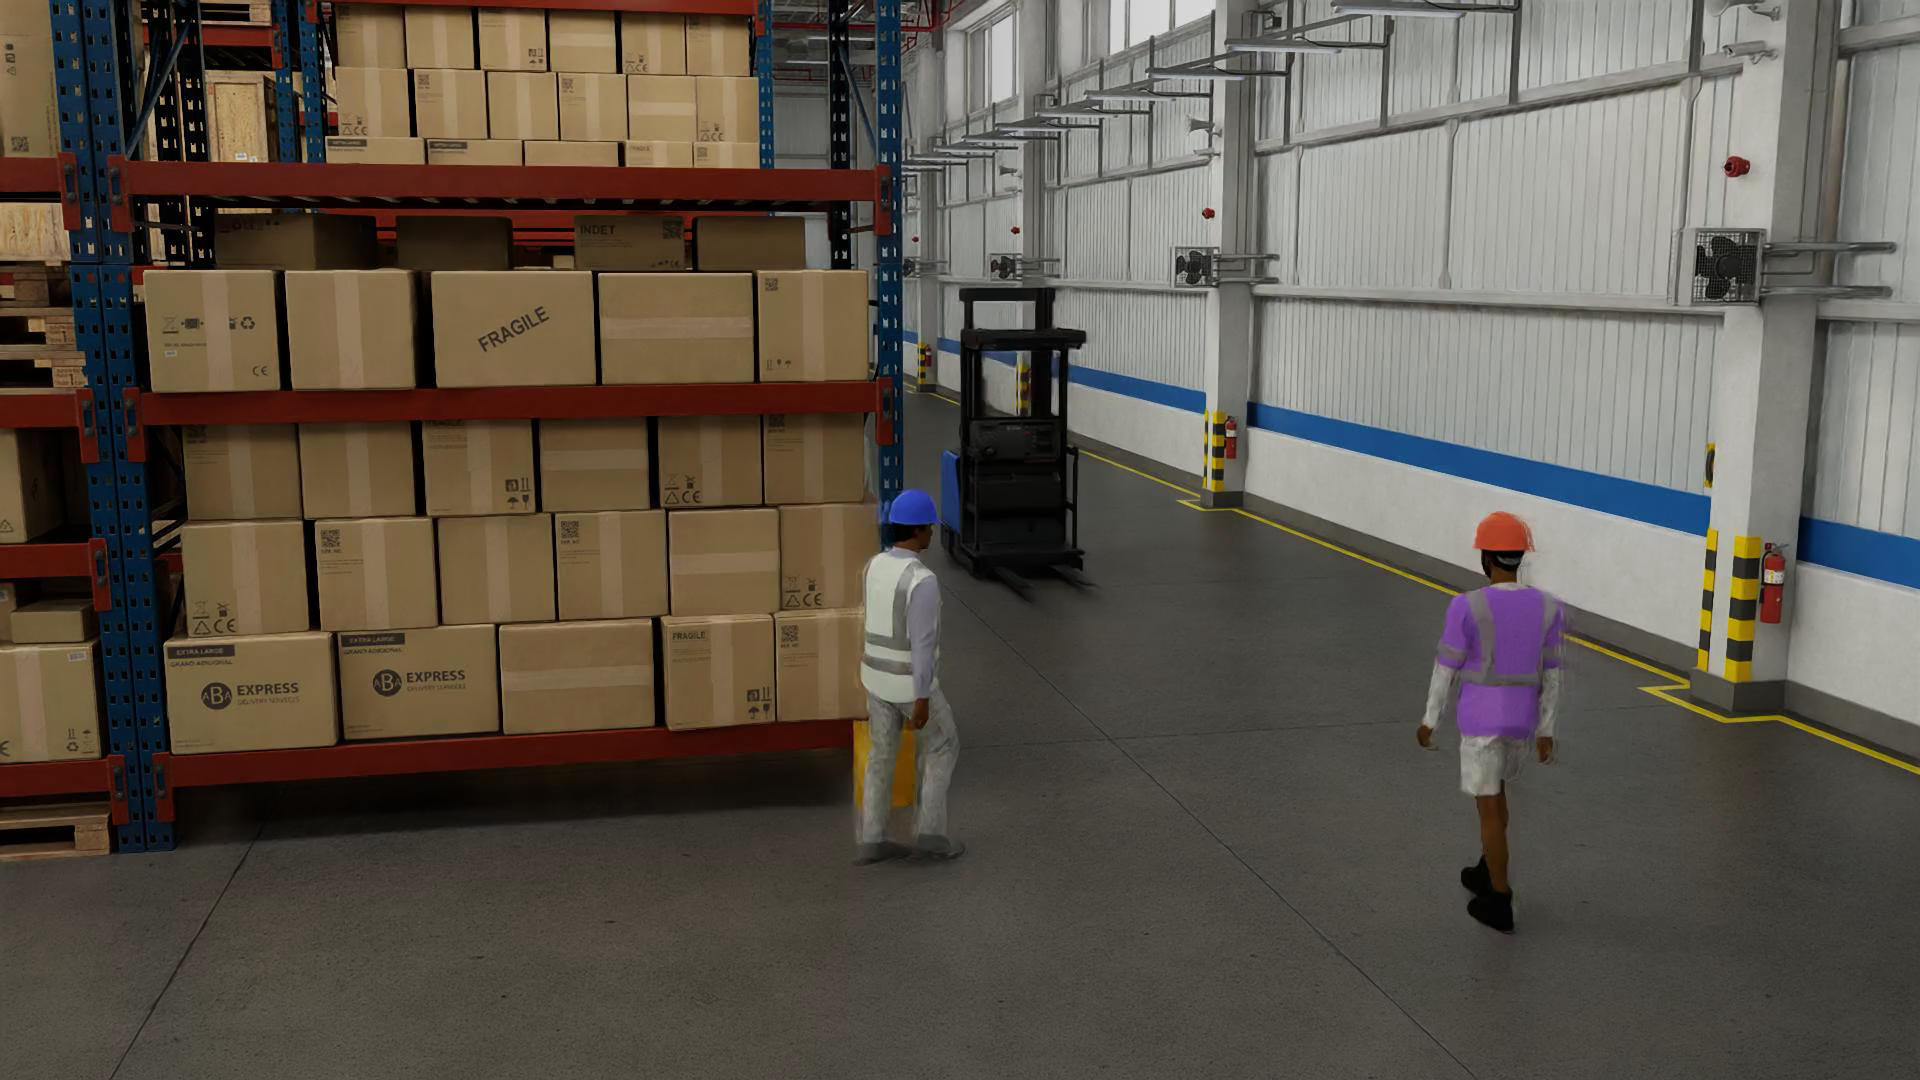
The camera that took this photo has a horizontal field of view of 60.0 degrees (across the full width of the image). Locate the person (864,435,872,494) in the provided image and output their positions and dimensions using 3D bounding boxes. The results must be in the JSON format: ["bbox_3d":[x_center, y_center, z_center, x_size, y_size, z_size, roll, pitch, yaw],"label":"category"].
[{"bbox_3d":[-1.119,-0.489,16.288,0.507,1.711,0.502,-2,9,-11],"label":"person"}]

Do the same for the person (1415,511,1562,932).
[{"bbox_3d":[2.432,0.814,7.775,0.565,1.909,0.759,-3,10,-16],"label":"person"}]

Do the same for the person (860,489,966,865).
[{"bbox_3d":[-0.226,0.697,8.456,0.674,1.922,0.629,-7,12,-37],"label":"person"}]

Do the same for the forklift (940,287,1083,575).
[{"bbox_3d":[0.474,-1.181,16.999,1.129,2.768,1.873,-2,10,-12],"label":"forklift"}]
